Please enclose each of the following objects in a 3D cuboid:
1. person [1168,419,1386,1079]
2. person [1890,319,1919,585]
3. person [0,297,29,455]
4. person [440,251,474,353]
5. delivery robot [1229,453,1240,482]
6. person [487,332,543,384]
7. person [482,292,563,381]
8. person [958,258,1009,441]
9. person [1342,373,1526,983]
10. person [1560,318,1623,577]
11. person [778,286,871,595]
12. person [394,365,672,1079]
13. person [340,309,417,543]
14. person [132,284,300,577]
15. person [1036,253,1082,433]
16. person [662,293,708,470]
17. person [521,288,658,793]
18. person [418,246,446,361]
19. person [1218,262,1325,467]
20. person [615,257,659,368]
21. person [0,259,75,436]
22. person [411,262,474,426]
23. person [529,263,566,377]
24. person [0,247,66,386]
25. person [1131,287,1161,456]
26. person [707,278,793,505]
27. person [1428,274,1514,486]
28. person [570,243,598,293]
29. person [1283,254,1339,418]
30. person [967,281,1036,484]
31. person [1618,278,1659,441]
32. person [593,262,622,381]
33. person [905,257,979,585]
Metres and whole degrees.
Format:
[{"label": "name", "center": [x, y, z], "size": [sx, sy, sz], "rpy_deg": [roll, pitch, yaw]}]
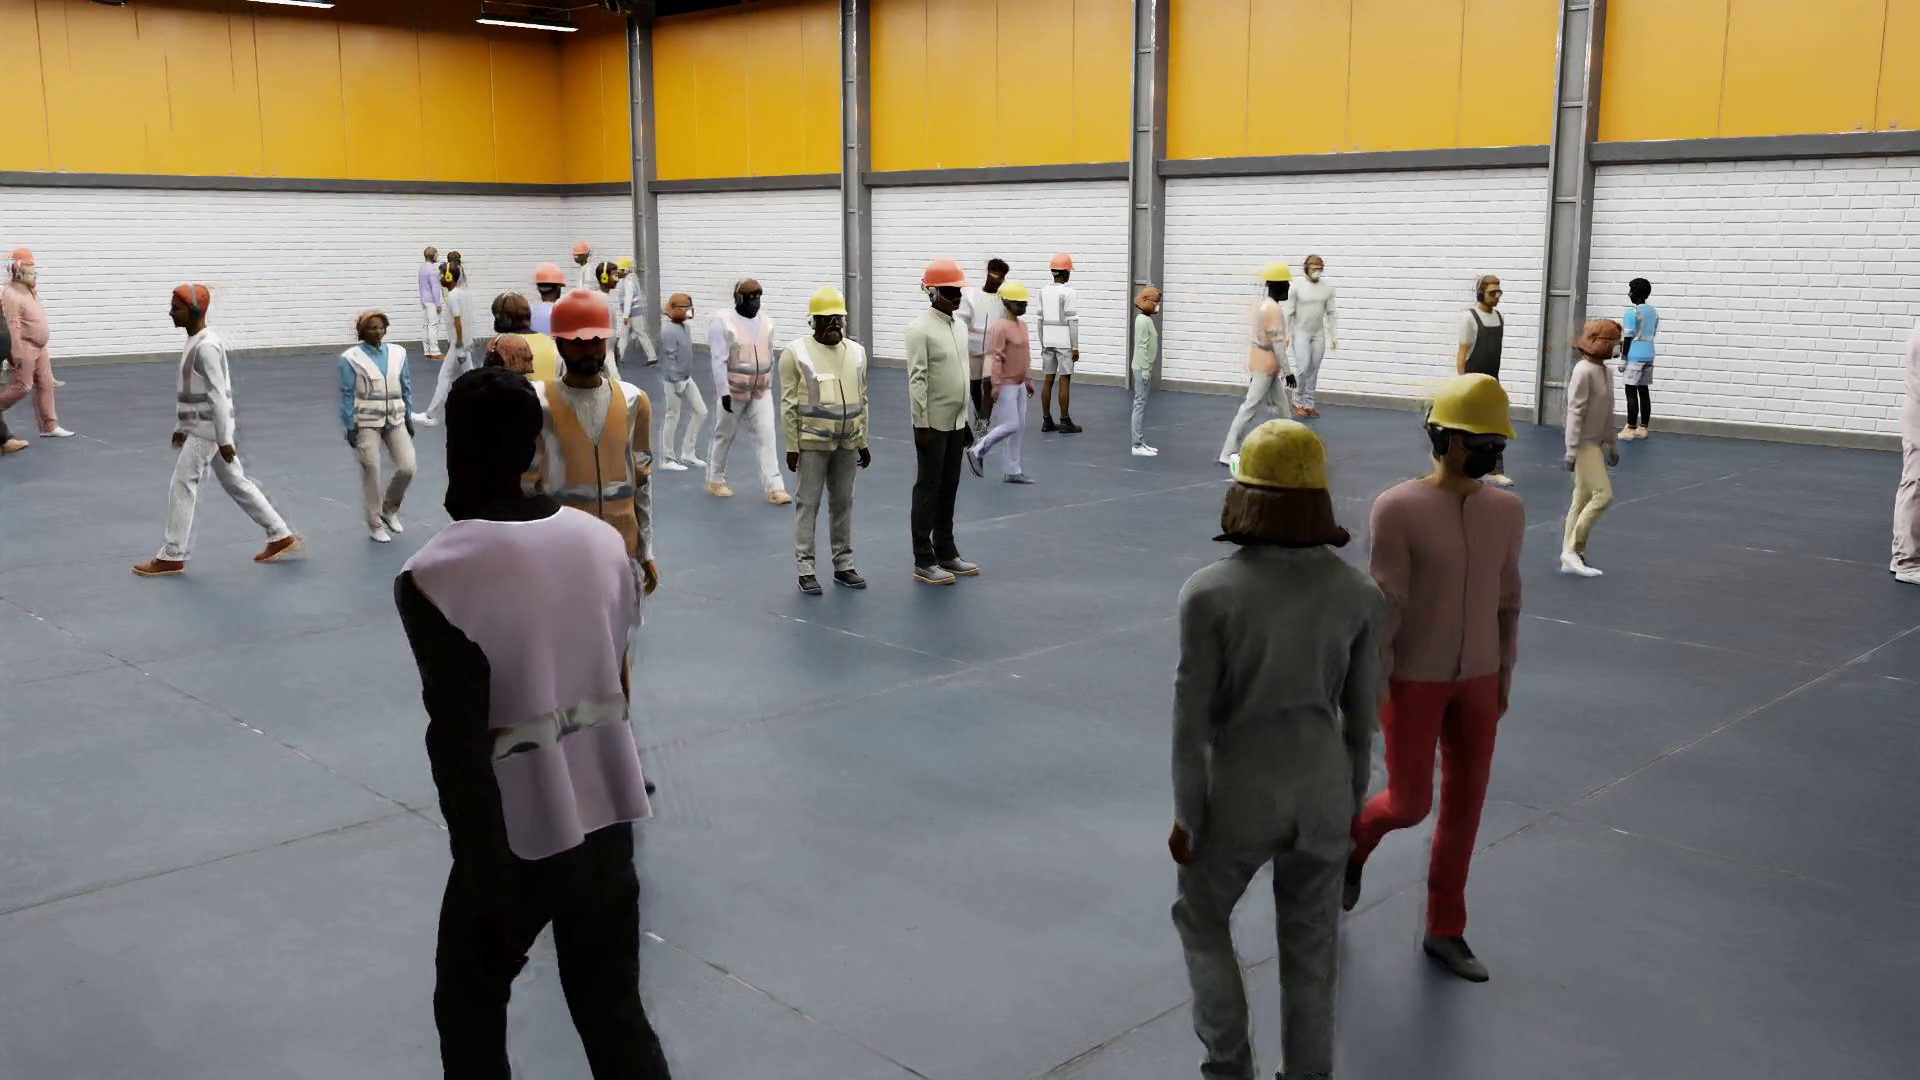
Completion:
[{"label": "person", "center": [0.706, 0.591, 3.788], "size": [0.498, 1.726, 0.440], "rpy_deg": [-2, 11, -9]}, {"label": "person", "center": [5.985, -0.678, 10.206], "size": [0.405, 1.911, 0.636], "rpy_deg": [5, 12, 27]}, {"label": "person", "center": [-9.417, -1.844, 16.200], "size": [0.901, 2.000, 0.703], "rpy_deg": [2, 10, 8]}, {"label": "person", "center": [-9.130, -4.304, 30.157], "size": [0.621, 1.845, 0.429], "rpy_deg": [8, 13, 36]}, {"label": "delivery robot", "center": [2.452, -0.547, 12.926], "size": [0.707, 0.478, 0.477], "rpy_deg": [2, 10, 9]}, {"label": "person", "center": [-2.284, -0.256, 8.645], "size": [0.511, 1.638, 0.308], "rpy_deg": [-10, 14, -44]}, {"label": "person", "center": [-2.689, -0.620, 10.228], "size": [0.977, 1.792, 0.635], "rpy_deg": [6, 12, 30]}, {"label": "person", "center": [0.270, -2.040, 17.655], "size": [0.640, 1.905, 1.008], "rpy_deg": [1, 10, 3]}, {"label": "person", "center": [1.373, 0.378, 4.860], "size": [0.531, 1.750, 0.499], "rpy_deg": [-3, 11, -18]}, {"label": "person", "center": [3.948, -0.561, 10.331], "size": [0.387, 1.615, 0.531], "rpy_deg": [8, 13, 39]}, {"label": "person", "center": [-0.790, -0.598, 9.972], "size": [0.589, 1.833, 0.404], "rpy_deg": [-7, 13, -34]}, {"label": "person", "center": [-0.857, 0.597, 3.353], "size": [0.842, 1.870, 0.612], "rpy_deg": [7, 12, 32]}, {"label": "person", "center": [-4.036, -0.790, 11.577], "size": [0.374, 1.624, 0.546], "rpy_deg": [9, 14, 42]}, {"label": "person", "center": [-4.759, -0.710, 10.597], "size": [0.990, 1.840, 0.578], "rpy_deg": [-5, 11, -24]}, {"label": "person", "center": [1.082, -2.125, 18.006], "size": [0.361, 1.939, 0.542], "rpy_deg": [-10, 14, -44]}, {"label": "person", "center": [-2.506, -1.427, 15.082], "size": [0.504, 1.615, 0.526], "rpy_deg": [3, 11, 14]}, {"label": "person", "center": [-1.390, 0.032, 6.251], "size": [0.545, 1.938, 0.356], "rpy_deg": [-7, 12, -32]}, {"label": "person", "center": [-9.030, -4.035, 28.427], "size": [0.378, 1.940, 0.628], "rpy_deg": [-8, 13, -37]}, {"label": "person", "center": [2.851, -1.583, 15.218], "size": [1.006, 1.878, 0.587], "rpy_deg": [1, 10, 5]}, {"label": "person", "center": [-5.305, -3.652, 26.757], "size": [0.930, 1.773, 0.618], "rpy_deg": [-2, 11, -13]}, {"label": "person", "center": [-9.881, -2.000, 17.482], "size": [0.800, 1.886, 0.655], "rpy_deg": [-1, 10, -5]}, {"label": "person", "center": [-5.695, -2.162, 18.512], "size": [0.947, 1.820, 0.562], "rpy_deg": [-1, 10, -3]}, {"label": "person", "center": [-3.338, -1.318, 13.729], "size": [0.561, 1.888, 0.973], "rpy_deg": [3, 11, 18]}, {"label": "person", "center": [-13.149, -3.100, 23.270], "size": [0.869, 1.966, 0.628], "rpy_deg": [-4, 11, -21]}, {"label": "person", "center": [1.811, -1.641, 16.204], "size": [0.279, 1.633, 0.499], "rpy_deg": [2, 11, 9]}, {"label": "person", "center": [-1.742, -1.190, 13.330], "size": [0.628, 1.800, 0.952], "rpy_deg": [-8, 13, -36]}, {"label": "person", "center": [4.454, -1.403, 14.452], "size": [0.520, 1.812, 0.921], "rpy_deg": [-5, 12, -26]}, {"label": "person", "center": [-6.341, -3.966, 27.913], "size": [1.031, 1.984, 0.615], "rpy_deg": [-6, 12, -31]}, {"label": "person", "center": [4.053, -2.350, 19.298], "size": [0.669, 1.911, 0.489], "rpy_deg": [-3, 11, -17]}, {"label": "person", "center": [0.390, -1.343, 14.280], "size": [0.504, 1.748, 0.525], "rpy_deg": [5, 12, 28]}, {"label": "person", "center": [7.075, -1.885, 17.382], "size": [0.532, 1.691, 0.318], "rpy_deg": [-8, 13, -39]}, {"label": "person", "center": [-3.650, -1.947, 17.253], "size": [0.387, 1.856, 0.565], "rpy_deg": [0, 10, 0]}, {"label": "person", "center": [-0.107, -0.735, 10.277], "size": [0.382, 1.995, 0.612], "rpy_deg": [6, 12, 28]}]
